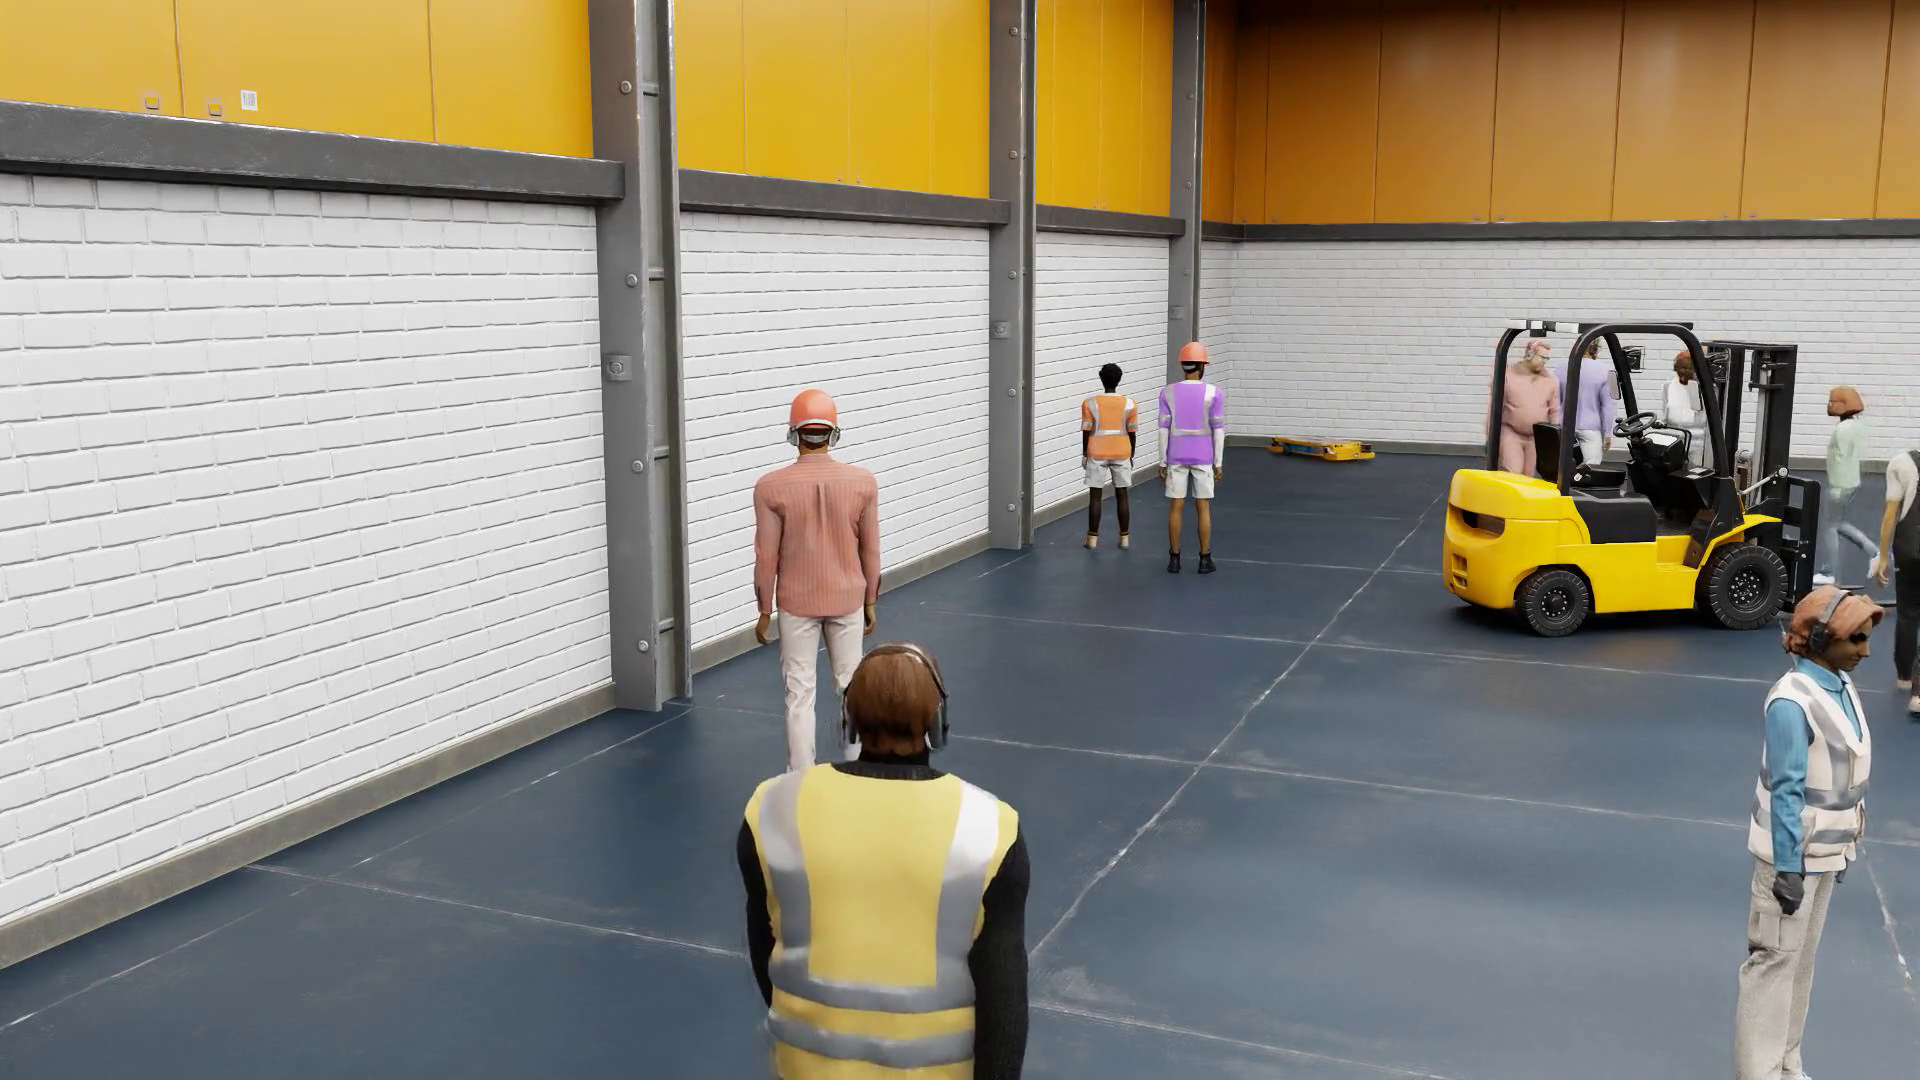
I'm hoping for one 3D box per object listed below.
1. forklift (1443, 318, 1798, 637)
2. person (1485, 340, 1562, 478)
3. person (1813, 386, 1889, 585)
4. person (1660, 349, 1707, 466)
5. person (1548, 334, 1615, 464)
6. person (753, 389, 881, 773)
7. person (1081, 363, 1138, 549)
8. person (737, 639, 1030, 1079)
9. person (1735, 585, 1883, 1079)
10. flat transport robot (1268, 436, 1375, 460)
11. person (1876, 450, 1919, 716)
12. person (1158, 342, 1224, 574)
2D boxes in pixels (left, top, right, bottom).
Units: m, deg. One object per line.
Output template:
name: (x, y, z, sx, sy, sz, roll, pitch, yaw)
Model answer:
forklift: (4.706, -0.497, 11.990, 2.313, 2.155, 1.214, -2, 10, -10)
person: (5.347, -0.945, 15.686, 0.665, 1.873, 0.720, -1, 9, -6)
person: (7.107, -0.422, 13.287, 0.525, 1.618, 0.502, 7, 12, 37)
person: (6.859, -0.893, 15.593, 1.054, 1.813, 0.585, -9, 13, -42)
person: (6.009, -1.047, 16.111, 0.628, 1.934, 0.375, 8, 12, 40)
person: (-0.671, 0.291, 7.812, 0.612, 1.996, 0.389, -3, 10, -18)
person: (1.351, -0.754, 15.084, 0.530, 1.690, 0.321, -1, 9, -6)
person: (-0.155, 1.093, 3.585, 0.618, 1.789, 0.978, 1, 9, 5)
person: (2.512, 0.942, 4.950, 0.310, 1.640, 0.514, 8, 12, 41)
flat transport robot: (4.847, -1.248, 22.356, 0.652, 0.197, 1.431, -5, 11, -27)
person: (5.615, 0.097, 9.633, 0.520, 1.793, 0.989, 6, 11, 34)
person: (1.928, -0.682, 13.892, 0.549, 1.934, 0.374, 3, 10, 15)
